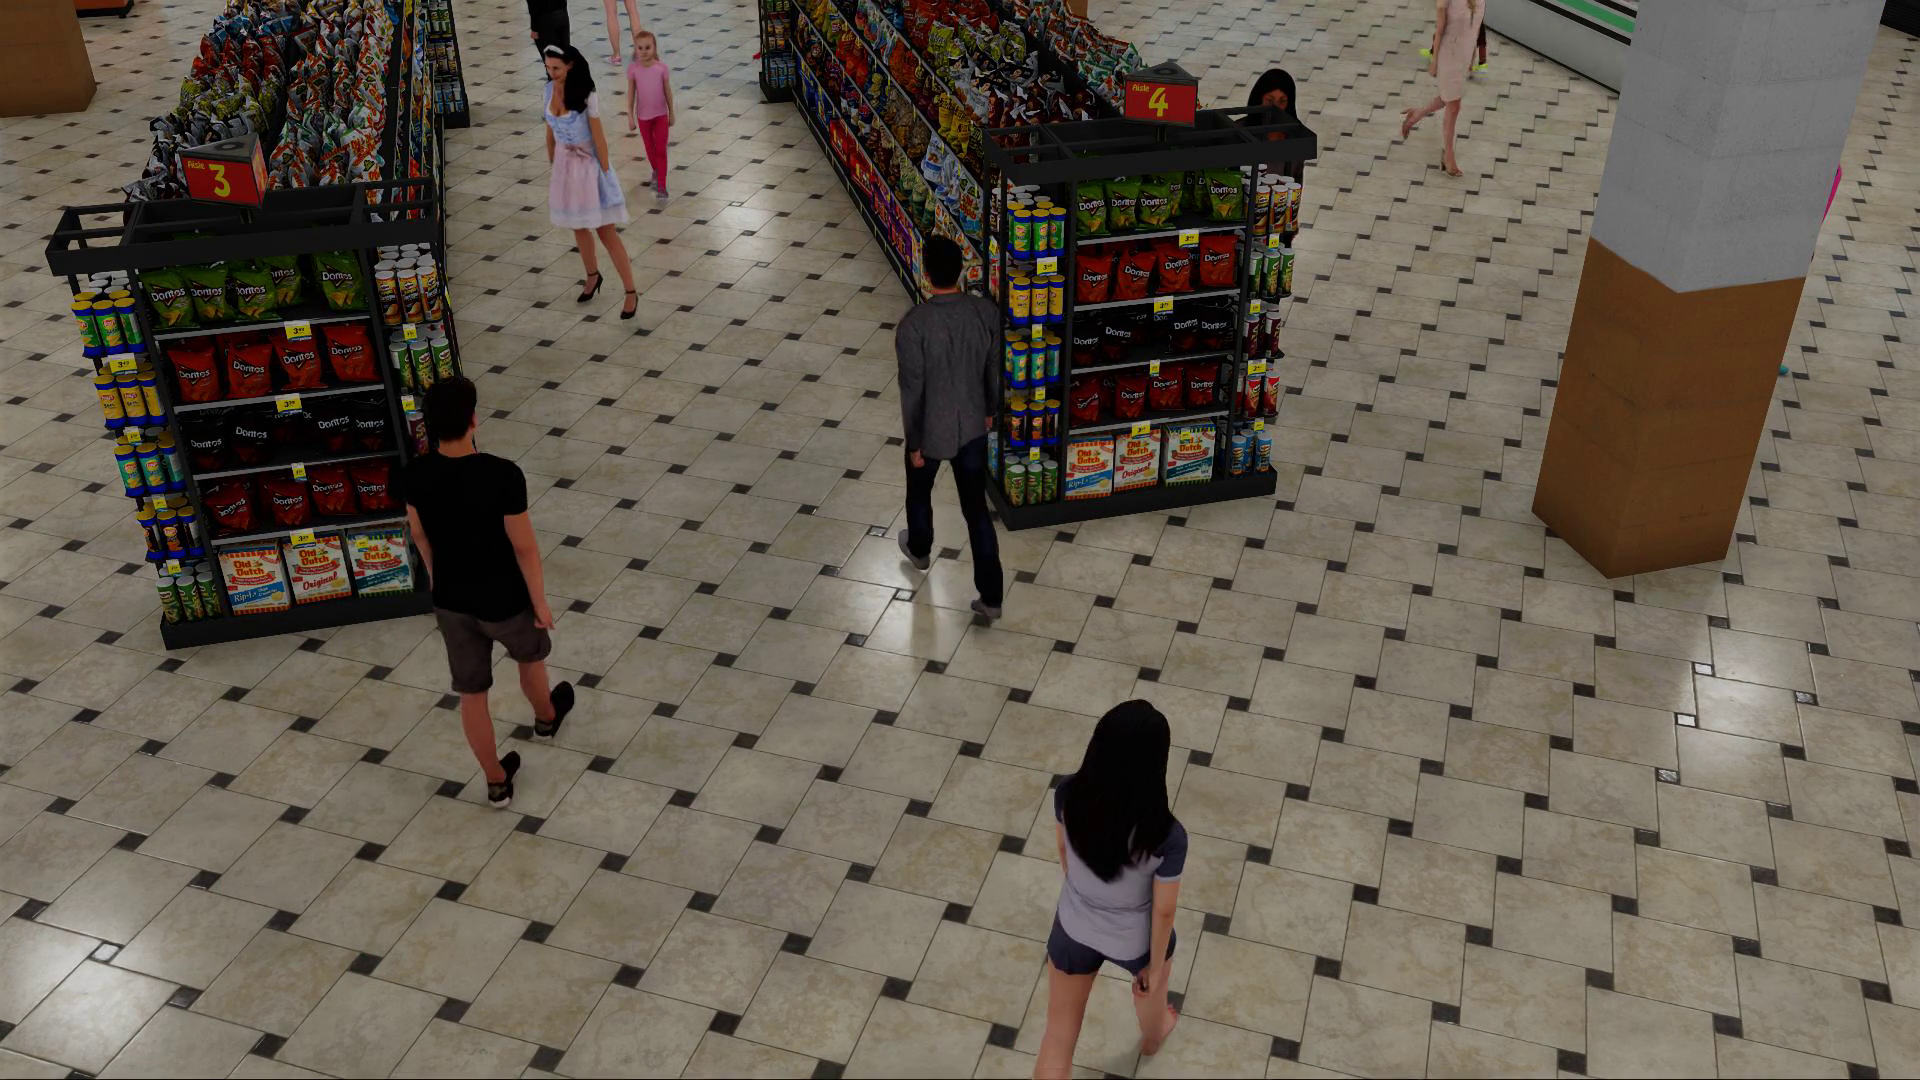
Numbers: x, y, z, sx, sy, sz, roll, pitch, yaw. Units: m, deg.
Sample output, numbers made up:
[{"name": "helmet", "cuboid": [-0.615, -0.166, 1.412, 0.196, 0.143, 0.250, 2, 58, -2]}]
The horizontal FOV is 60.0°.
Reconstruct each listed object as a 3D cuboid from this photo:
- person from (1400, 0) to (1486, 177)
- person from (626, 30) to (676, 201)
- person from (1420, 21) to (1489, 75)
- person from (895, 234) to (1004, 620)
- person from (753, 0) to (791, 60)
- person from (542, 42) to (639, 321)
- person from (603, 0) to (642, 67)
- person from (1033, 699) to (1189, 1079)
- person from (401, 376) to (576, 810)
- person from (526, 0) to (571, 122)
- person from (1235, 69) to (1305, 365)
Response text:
[{"name": "person", "cuboid": [3.835, -3.783, 13.140, 0.743, 1.716, 1.085, -15, 35, -22]}, {"name": "person", "cuboid": [-2.370, -3.282, 12.785, 0.580, 1.241, 0.922, -3, 32, -5]}, {"name": "person", "cuboid": [4.734, -5.134, 15.322, 0.648, 1.704, 1.175, -10, 33, -16]}, {"name": "person", "cuboid": [-0.010, -0.466, 7.700, 0.802, 1.832, 1.245, -12, 34, -19]}, {"name": "person", "cuboid": [-1.763, -5.532, 15.879, 0.943, 1.792, 0.991, 20, 37, 29]}, {"name": "person", "cuboid": [-2.412, -2.303, 10.692, 0.997, 1.789, 1.049, 15, 35, 23]}, {"name": "person", "cuboid": [-3.256, -5.388, 15.689, 0.631, 1.749, 0.626, -18, 36, -27]}, {"name": "person", "cuboid": [0.412, 1.247, 5.108, 1.062, 1.660, 1.179, 14, 35, 22]}, {"name": "person", "cuboid": [-1.903, 0.269, 6.510, 0.895, 1.841, 1.075, 2, 32, 3]}, {"name": "person", "cuboid": [-3.494, -4.433, 14.214, 0.752, 1.685, 0.682, 15, 35, 23]}, {"name": "person", "cuboid": [1.806, -1.938, 10.060, 0.702, 1.838, 0.680, 0, 32, 0]}]
